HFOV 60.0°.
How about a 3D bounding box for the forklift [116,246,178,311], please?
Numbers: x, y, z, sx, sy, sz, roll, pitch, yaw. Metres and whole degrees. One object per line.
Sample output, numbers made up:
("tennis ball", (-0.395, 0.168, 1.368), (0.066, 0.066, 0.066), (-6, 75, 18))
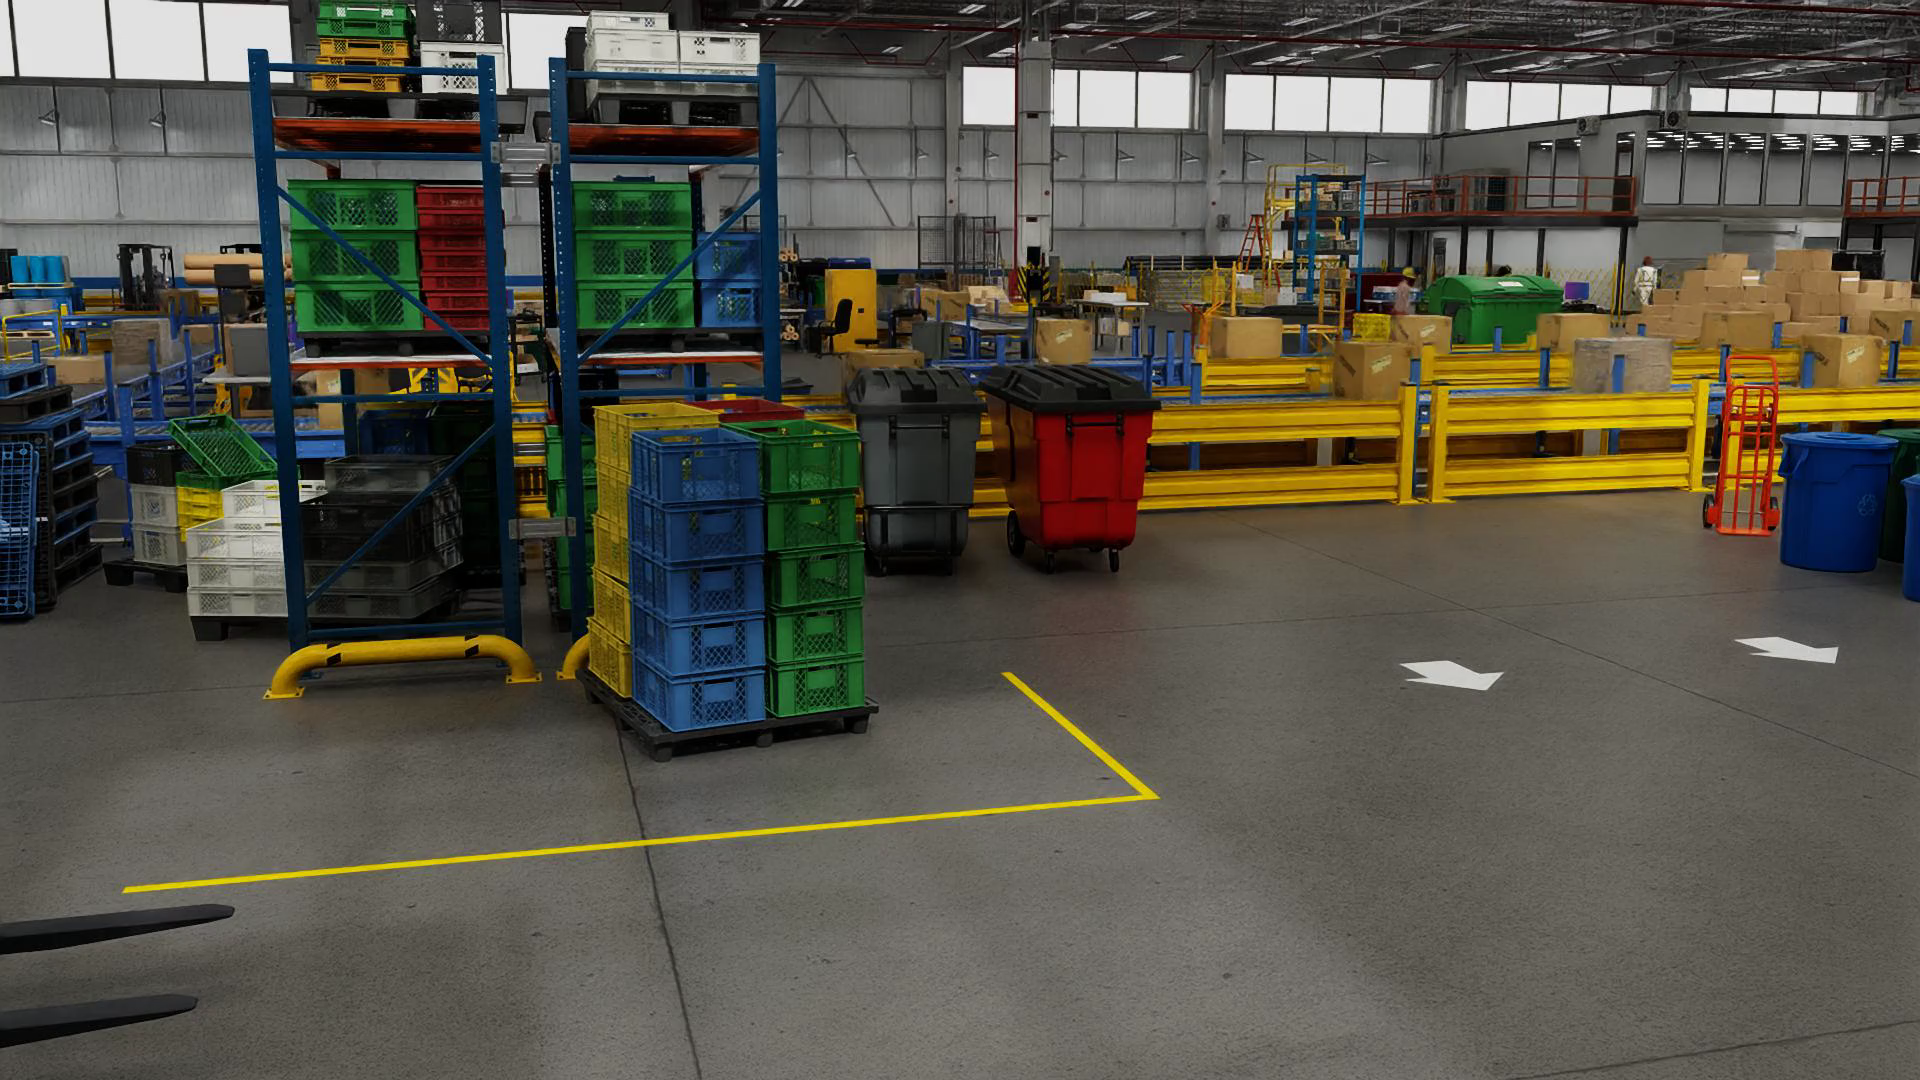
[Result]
("forklift", (-19.966, -6.232, 40.894), (1.157, 1.987, 2.680), (-3, 10, -15))

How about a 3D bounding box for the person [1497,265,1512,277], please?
("person", (8.505, -3.423, 26.304), (0.874, 1.843, 0.526), (-5, 11, -28))

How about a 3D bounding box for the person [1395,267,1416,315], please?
("person", (8.527, -4.403, 32.180), (0.484, 1.724, 0.562), (0, 10, 2))

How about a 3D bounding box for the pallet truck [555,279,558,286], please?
("pallet truck", (-10.604, -6.375, 44.520), (0.653, 1.274, 1.630), (-3, 10, -15))

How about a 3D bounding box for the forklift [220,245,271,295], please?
("forklift", (-17.749, -6.334, 41.440), (1.157, 1.987, 2.680), (-3, 10, -17))

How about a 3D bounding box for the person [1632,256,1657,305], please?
("person", (19.319, -7.060, 46.864), (0.574, 1.851, 0.957), (-1, 10, -5))
